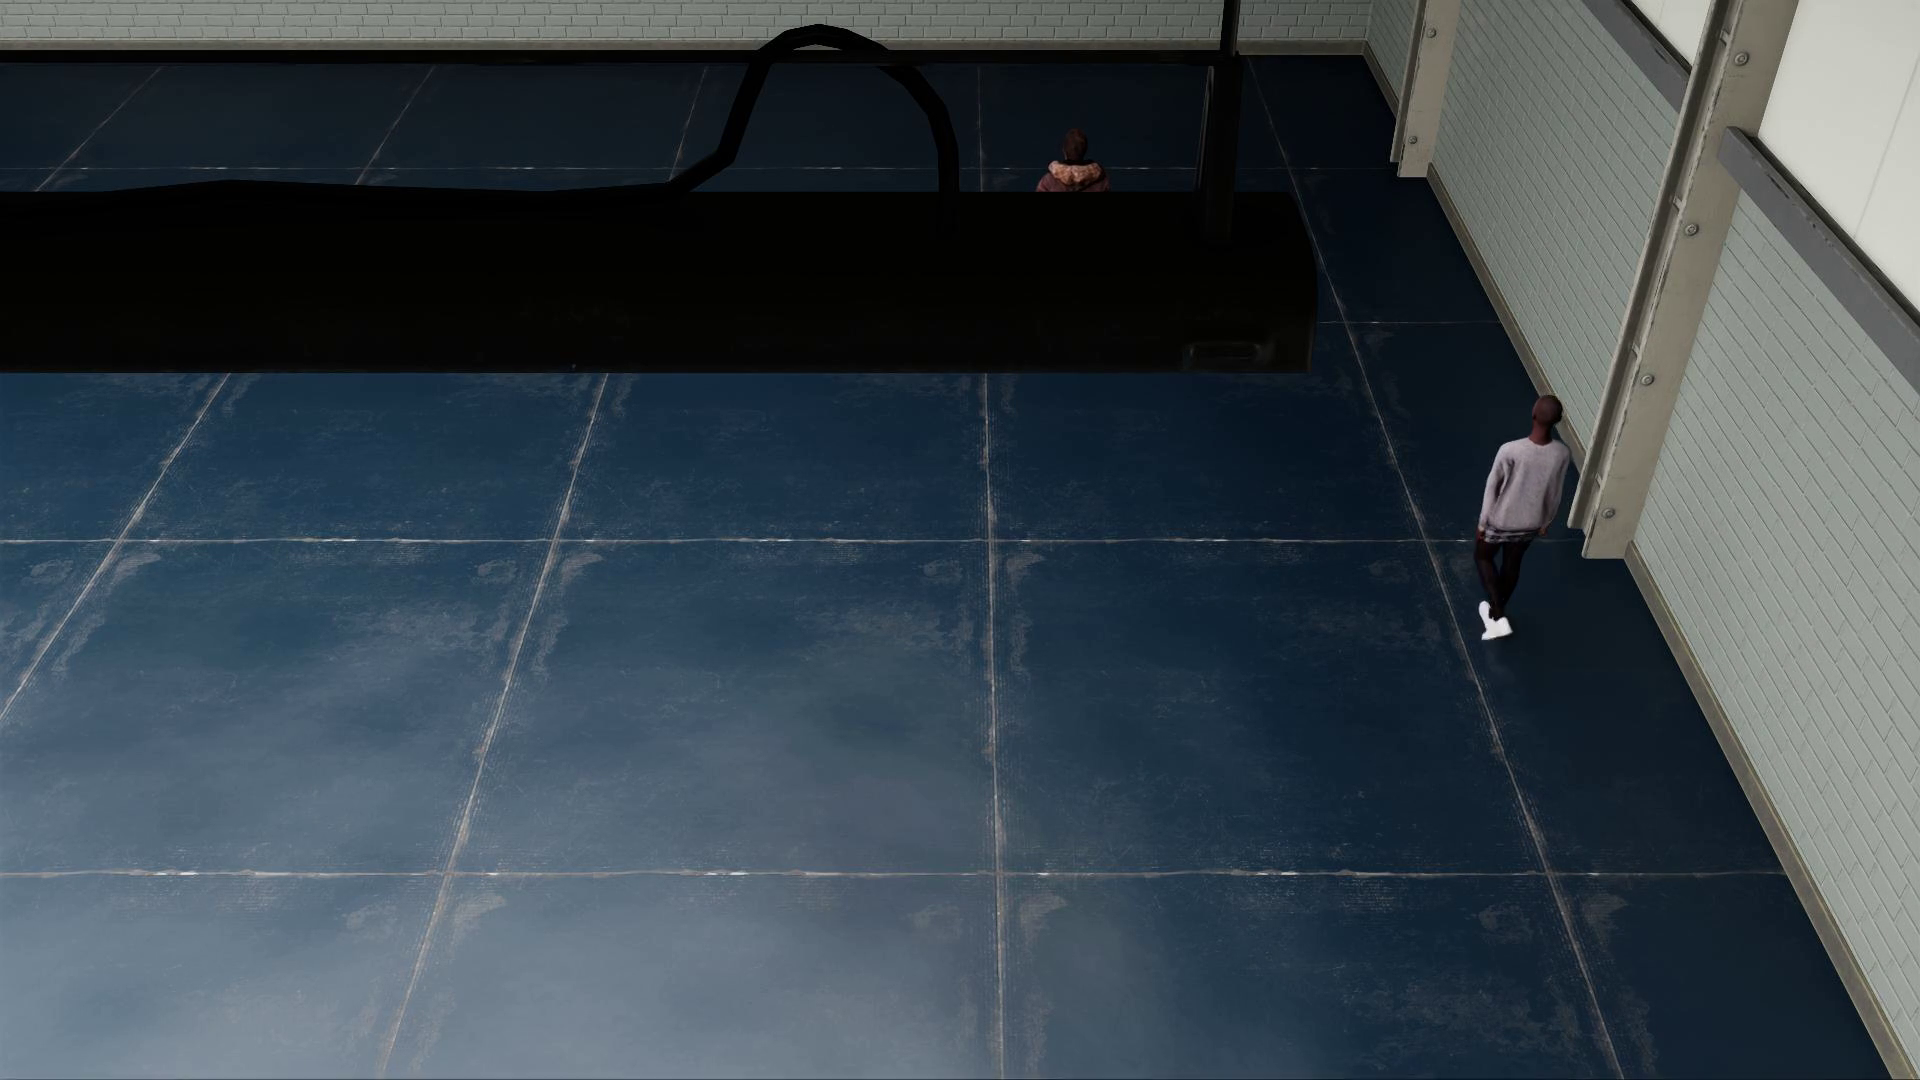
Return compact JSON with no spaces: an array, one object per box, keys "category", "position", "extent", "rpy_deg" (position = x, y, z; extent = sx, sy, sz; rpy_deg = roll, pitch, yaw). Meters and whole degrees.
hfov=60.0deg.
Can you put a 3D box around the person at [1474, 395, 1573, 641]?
[{"category":"person","position":[3.388,-0.071,10.086],"extent":[0.622,1.759,0.798],"rpy_deg":[-1,37,-1]}]

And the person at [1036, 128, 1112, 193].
[{"category":"person","position":[0.872,-2.321,12.971],"extent":[0.799,1.848,0.734],"rpy_deg":[-6,38,-8]}]
